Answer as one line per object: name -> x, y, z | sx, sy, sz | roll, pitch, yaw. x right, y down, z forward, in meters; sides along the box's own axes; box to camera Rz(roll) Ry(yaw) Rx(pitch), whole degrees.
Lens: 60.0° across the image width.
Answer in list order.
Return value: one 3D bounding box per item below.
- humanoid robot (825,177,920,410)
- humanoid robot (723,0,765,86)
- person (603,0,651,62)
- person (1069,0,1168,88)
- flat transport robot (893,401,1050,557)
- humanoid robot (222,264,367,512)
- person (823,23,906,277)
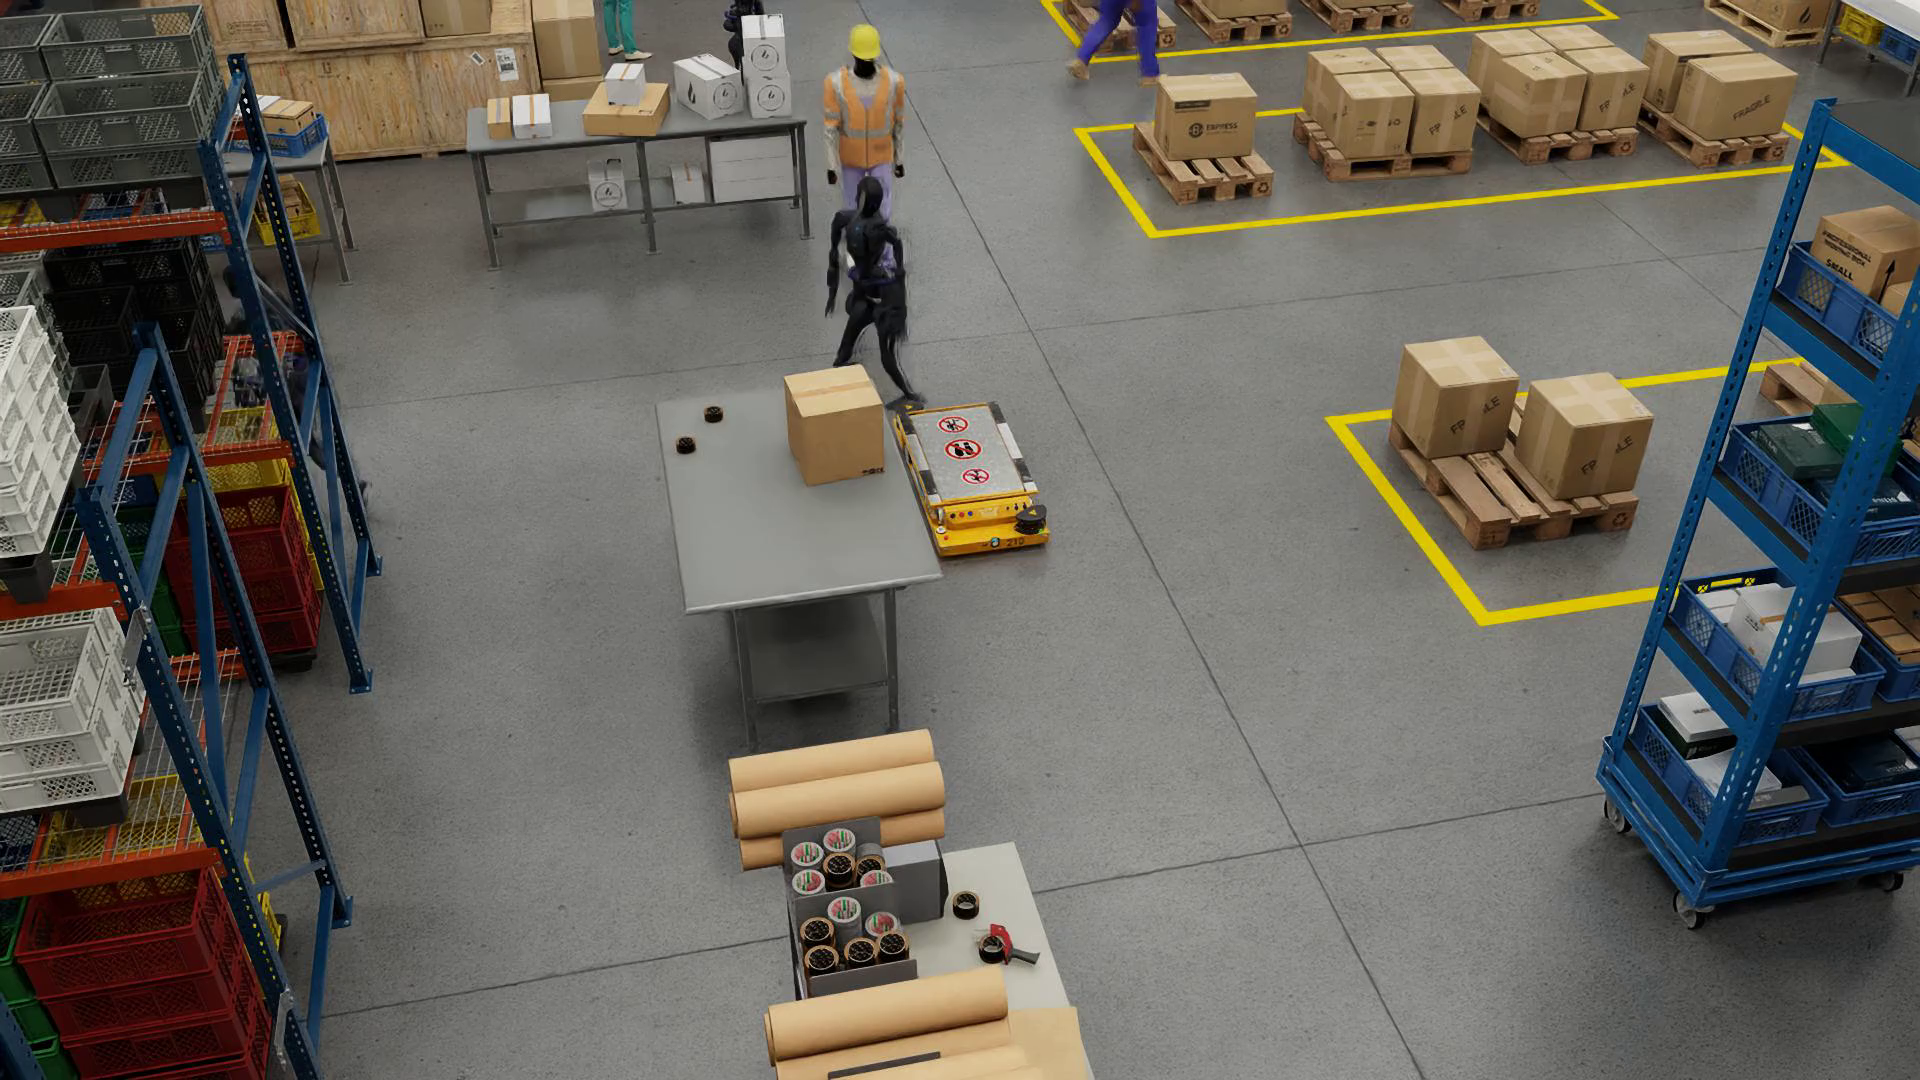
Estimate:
humanoid robot -> -0.587, -1.513, 10.447 | 0.665, 1.624, 0.568 | 22, 42, 27
humanoid robot -> -1.826, -4.364, 14.238 | 0.355, 1.648, 0.569 | 6, 37, 8
person -> -3.196, -5.379, 15.532 | 0.541, 1.761, 0.350 | 30, 46, 34
person -> 1.466, -5.033, 14.835 | 0.829, 2.000, 0.695 | -25, 43, -29
flat transport robot -> 0.046, -0.430, 10.108 | 0.652, 0.197, 1.431 | -8, 37, -10
humanoid robot -> -3.872, -0.835, 9.511 | 0.605, 1.643, 0.578 | 15, 39, 19
person -> -0.675, -2.764, 11.909 | 0.592, 1.926, 0.607 | -4, 37, -5
